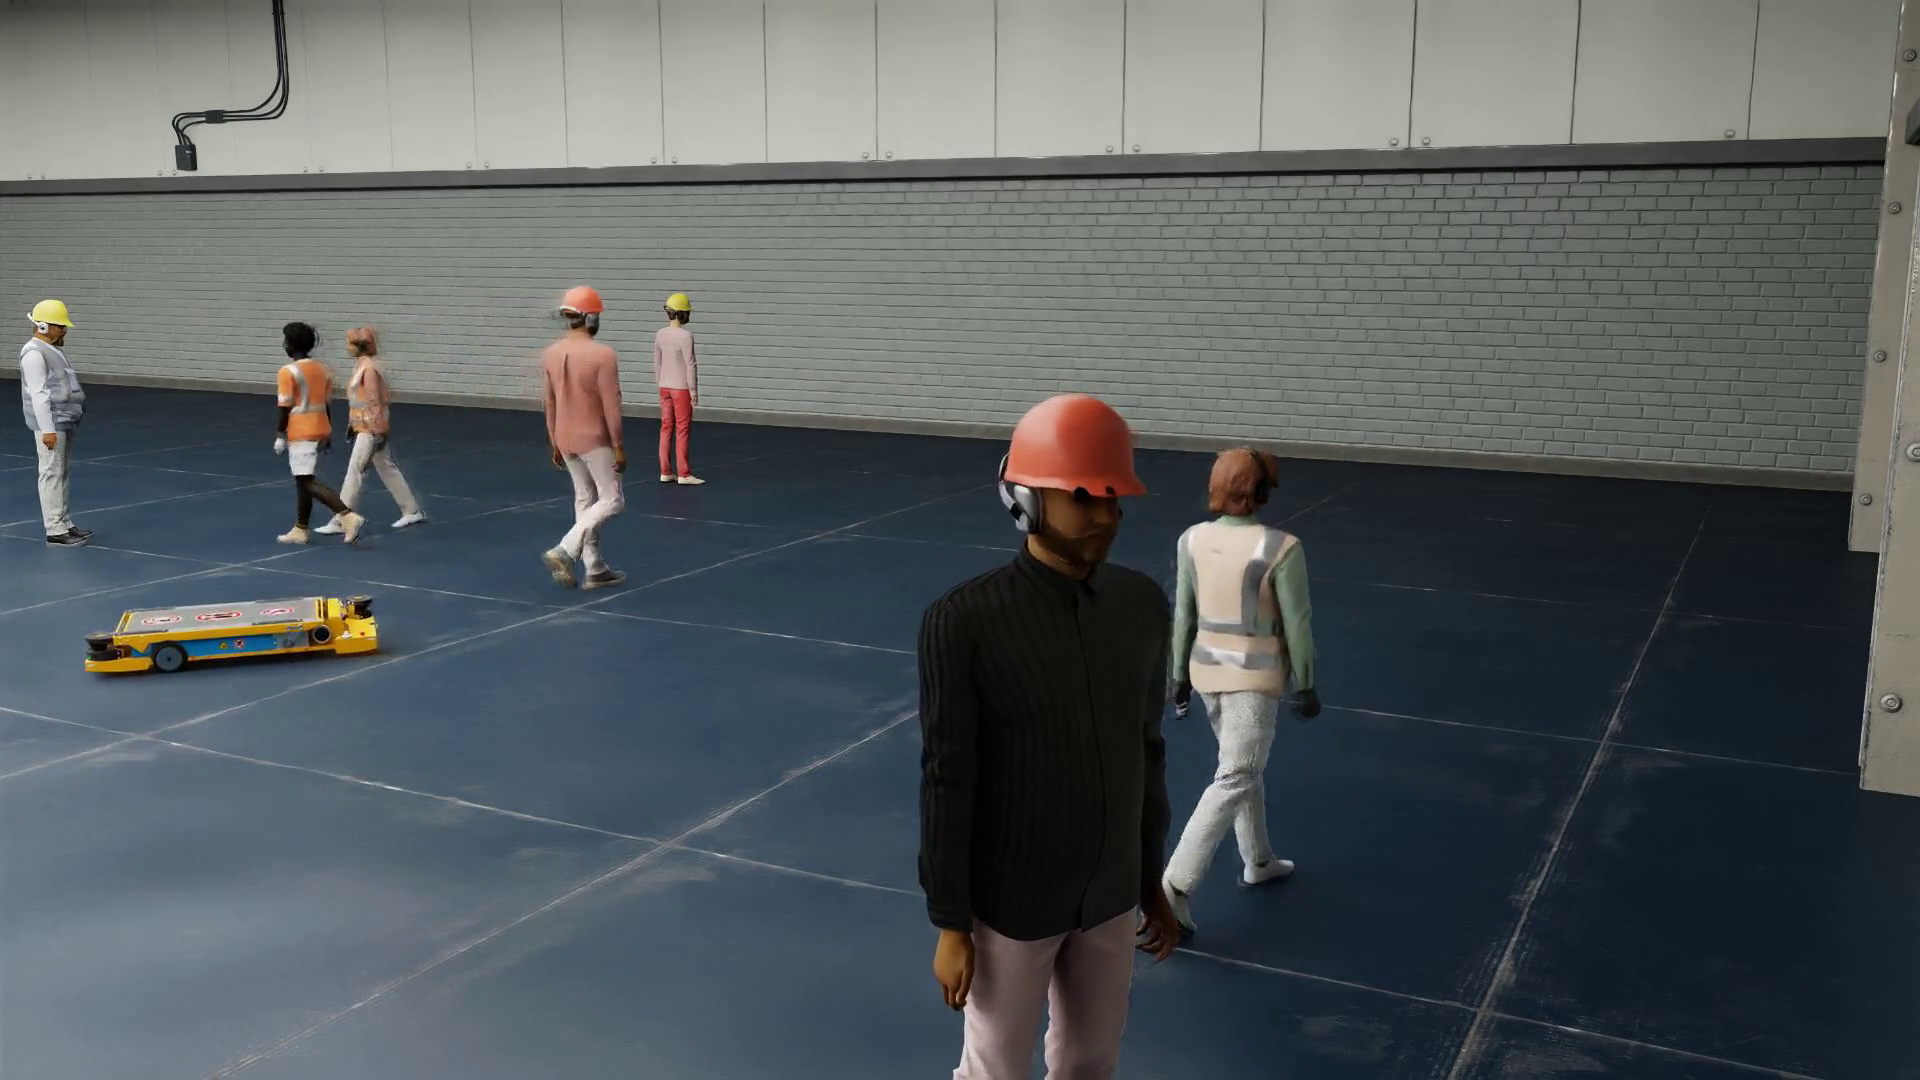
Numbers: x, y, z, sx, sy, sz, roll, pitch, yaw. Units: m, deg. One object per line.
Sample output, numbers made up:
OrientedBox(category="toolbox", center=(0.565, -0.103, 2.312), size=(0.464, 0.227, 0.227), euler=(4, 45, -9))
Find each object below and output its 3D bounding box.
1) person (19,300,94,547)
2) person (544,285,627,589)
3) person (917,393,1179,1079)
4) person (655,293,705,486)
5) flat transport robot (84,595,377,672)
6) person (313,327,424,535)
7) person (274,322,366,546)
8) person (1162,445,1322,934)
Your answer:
OrientedBox(category="person", center=(-6.714, -0.865, 12.358), size=(0.403, 1.823, 0.588), euler=(-3, 11, -17))
OrientedBox(category="person", center=(-2.424, -0.633, 10.650), size=(0.628, 1.981, 0.648), euler=(7, 13, 35))
OrientedBox(category="person", center=(0.192, 0.702, 3.340), size=(0.608, 1.996, 0.376), euler=(-7, 13, -35))
OrientedBox(category="person", center=(-2.595, -1.388, 15.363), size=(0.529, 1.767, 0.329), euler=(9, 14, 42))
OrientedBox(category="flat transport robot", center=(-3.976, 0.501, 9.139), size=(1.431, 0.197, 0.652), euler=(-4, 11, -21))
OrientedBox(category="person", center=(-4.590, -0.845, 12.890), size=(0.843, 1.602, 0.521), euler=(-4, 11, -23))
OrientedBox(category="person", center=(-4.735, -0.766, 12.215), size=(0.743, 1.673, 0.530), euler=(2, 11, 9))
OrientedBox(category="person", center=(0.897, 0.484, 5.595), size=(0.838, 1.604, 0.506), euler=(-8, 13, -38))
